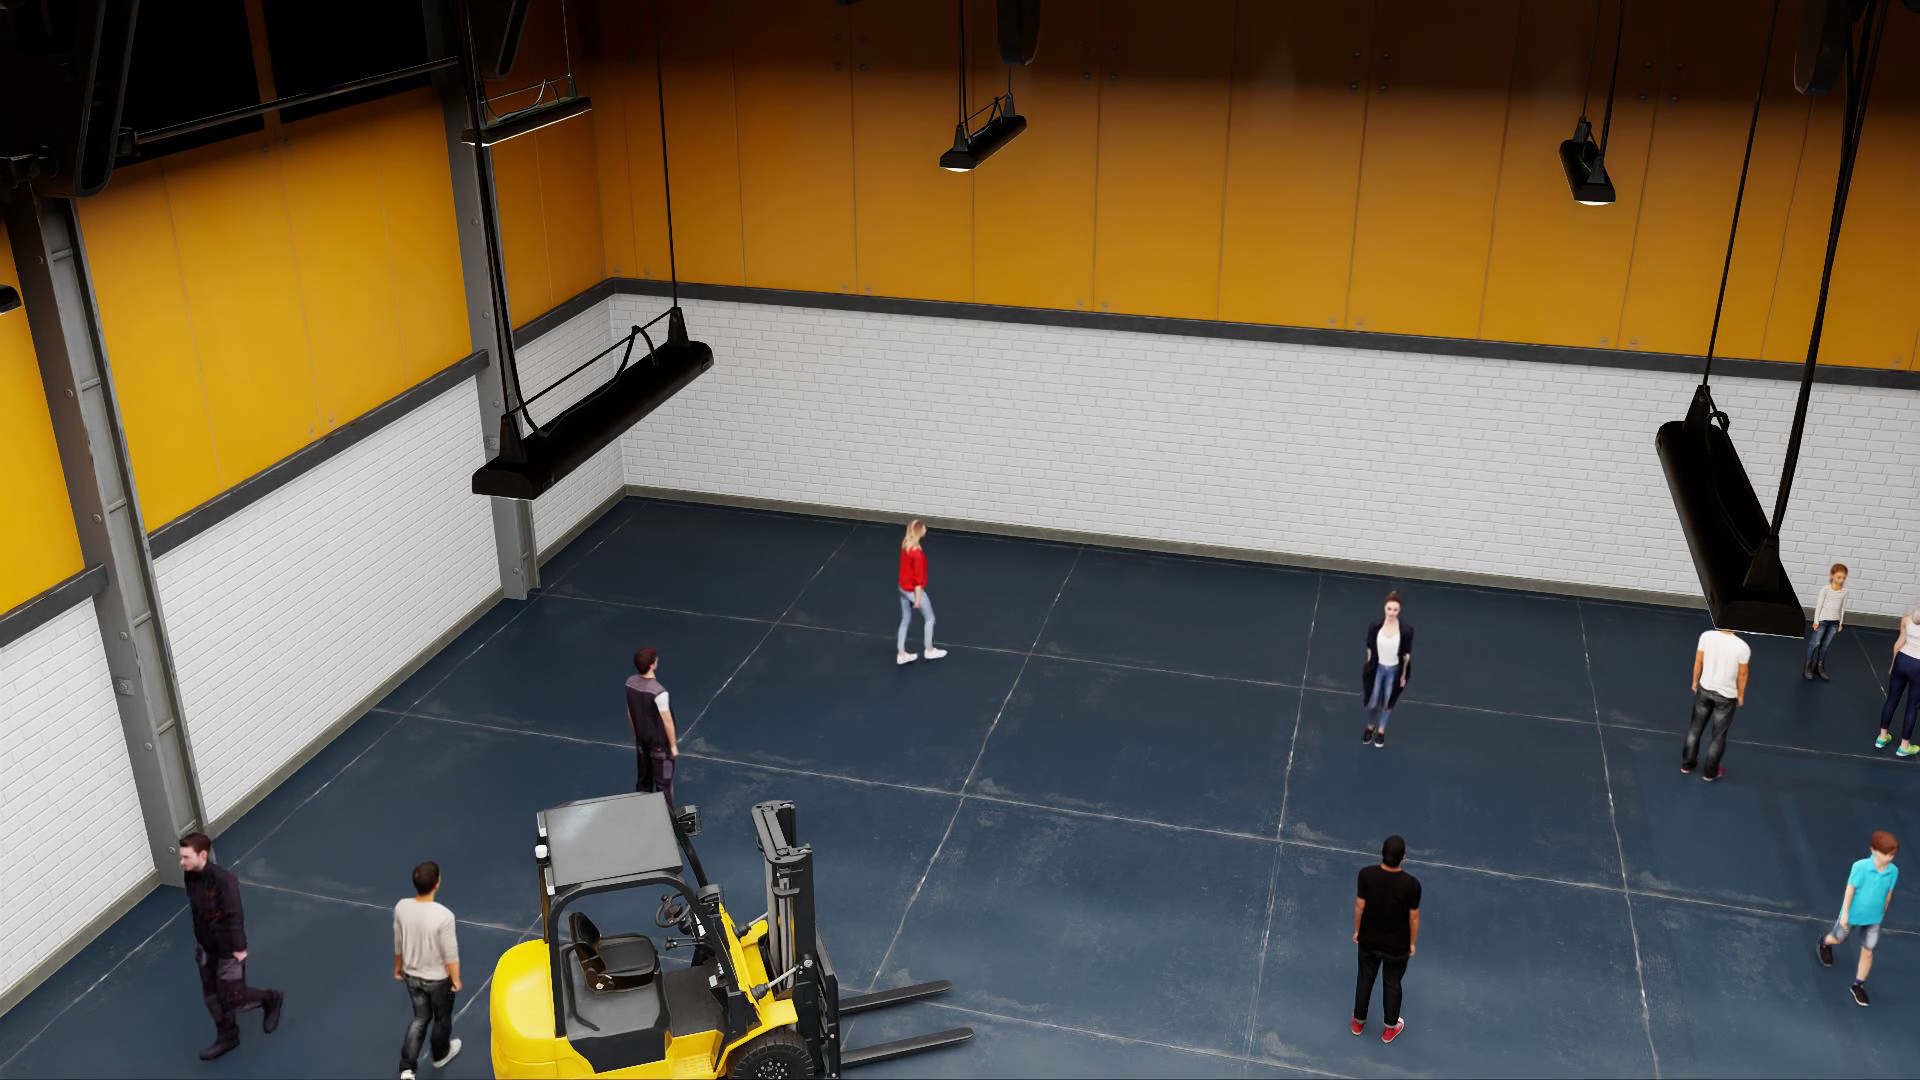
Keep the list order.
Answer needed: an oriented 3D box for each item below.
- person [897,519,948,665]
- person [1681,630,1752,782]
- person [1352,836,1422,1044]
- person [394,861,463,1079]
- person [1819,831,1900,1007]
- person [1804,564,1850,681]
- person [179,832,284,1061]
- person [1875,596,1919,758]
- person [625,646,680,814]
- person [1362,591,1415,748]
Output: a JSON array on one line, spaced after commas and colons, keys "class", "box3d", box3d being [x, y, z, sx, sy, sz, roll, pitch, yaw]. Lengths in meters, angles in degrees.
[{"class": "person", "box3d": [-0.584, 0.580, 18.005, 0.928, 1.686, 0.865, -14, 27, -30]}, {"class": "person", "box3d": [7.224, 1.444, 15.883, 0.720, 1.804, 0.722, -21, 31, -39]}, {"class": "person", "box3d": [3.178, 2.971, 12.445, 0.664, 1.758, 0.628, 10, 26, 23]}, {"class": "person", "box3d": [-3.848, 3.178, 11.945, 0.681, 1.780, 0.948, 6, 24, 13]}, {"class": "person", "box3d": [7.060, 2.877, 13.071, 0.572, 1.430, 0.924, 4, 24, 9]}, {"class": "person", "box3d": [9.288, 0.865, 17.816, 0.528, 1.316, 0.569, -1, 24, -2]}, {"class": "person", "box3d": [-5.415, 2.960, 12.297, 0.809, 1.897, 0.952, 12, 26, 26]}, {"class": "person", "box3d": [9.347, 1.297, 16.346, 0.730, 1.702, 0.676, -14, 27, -29]}, {"class": "person", "box3d": [-2.774, 1.803, 15.005, 0.721, 1.848, 0.689, 15, 28, 31]}, {"class": "person", "box3d": [4.237, 1.261, 16.466, 0.632, 1.672, 0.704, 8, 25, 17]}]
